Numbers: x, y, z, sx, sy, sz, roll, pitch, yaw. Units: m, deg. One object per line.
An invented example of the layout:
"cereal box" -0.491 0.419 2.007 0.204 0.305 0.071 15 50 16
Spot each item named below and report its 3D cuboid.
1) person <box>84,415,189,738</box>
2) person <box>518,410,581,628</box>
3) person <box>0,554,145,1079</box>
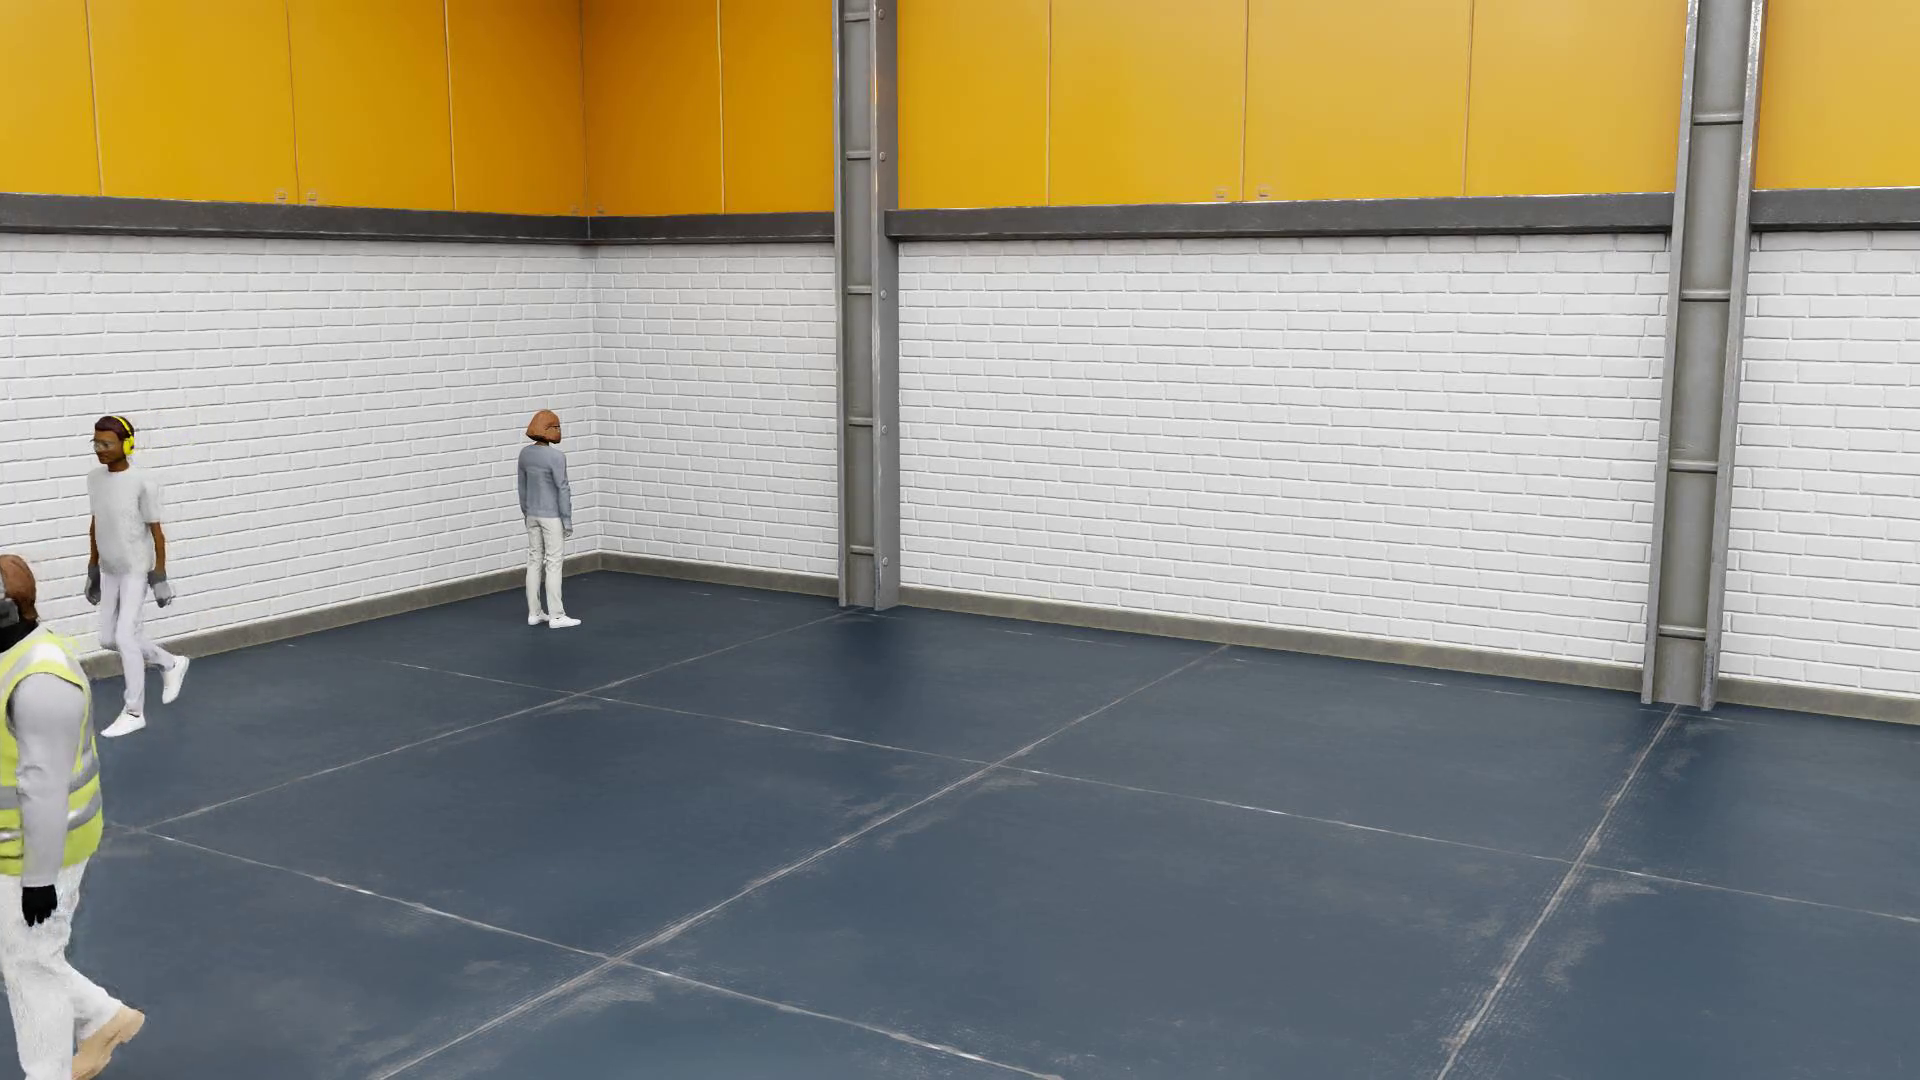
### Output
"person" -4.806 0.181 9.686 0.529 1.849 0.639 4 10 23
"person" -3.097 -0.158 12.477 0.507 1.631 0.267 6 11 35
"person" -2.837 0.934 5.070 0.466 1.829 0.627 -9 13 -44
